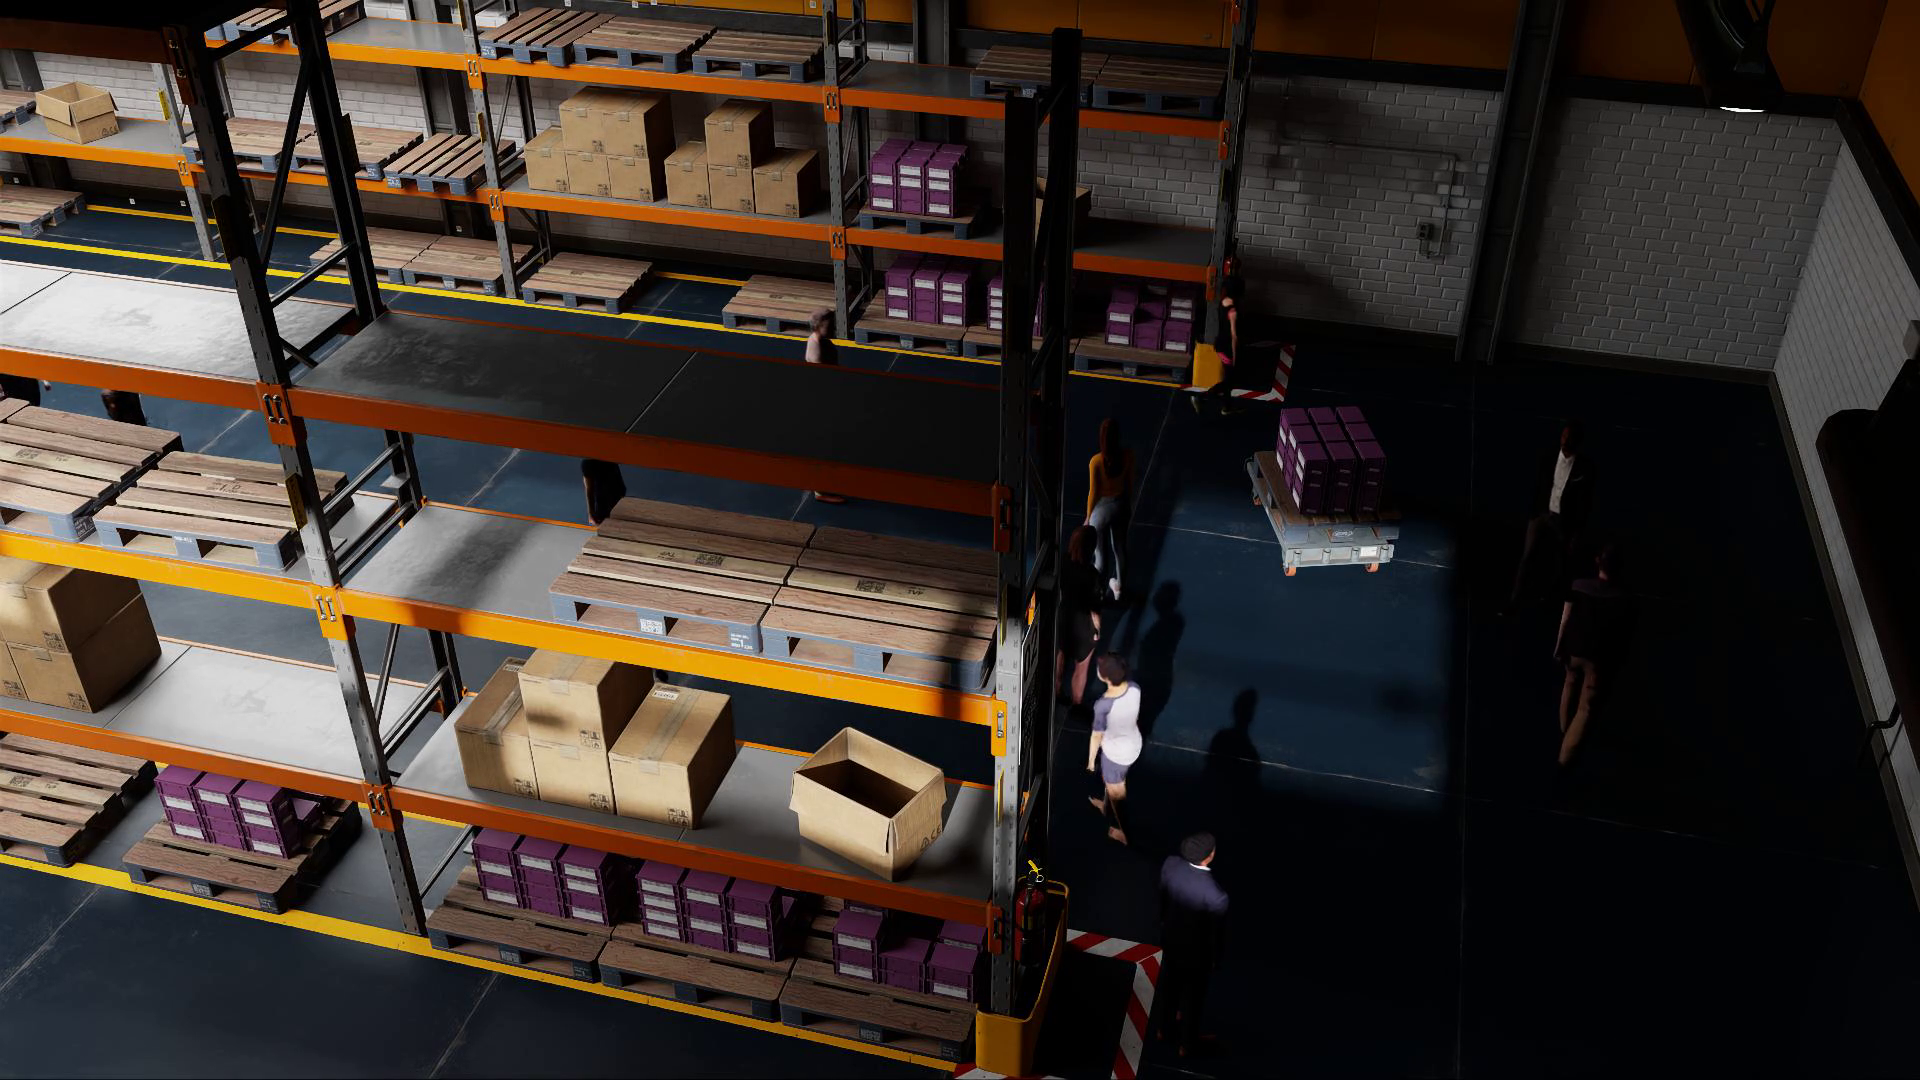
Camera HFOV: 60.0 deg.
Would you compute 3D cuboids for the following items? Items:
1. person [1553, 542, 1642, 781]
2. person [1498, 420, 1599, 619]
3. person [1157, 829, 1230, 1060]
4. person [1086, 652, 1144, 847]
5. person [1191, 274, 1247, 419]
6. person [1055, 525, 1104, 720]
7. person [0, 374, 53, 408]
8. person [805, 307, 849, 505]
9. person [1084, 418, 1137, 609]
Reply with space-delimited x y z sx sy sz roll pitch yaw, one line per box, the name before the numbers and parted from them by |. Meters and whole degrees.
person | 4.527 0.873 11.974 1.205 1.808 1.034 23 40 30
person | 4.929 -0.191 13.623 1.195 1.755 1.077 26 41 33
person | 1.345 2.369 9.798 0.769 1.726 0.667 -25 41 -33
person | 1.141 1.451 11.348 0.787 1.538 0.875 -24 40 -31
person | 2.590 -1.873 16.349 0.934 1.538 0.773 -7 34 -10
person | 0.876 0.618 12.453 0.717 1.702 0.618 -25 41 -33
person | -8.838 -1.466 15.578 0.725 1.714 0.661 23 40 30
person | -1.263 -1.248 15.109 0.706 1.869 0.740 -1 34 -1
person | 1.236 -0.227 13.683 0.643 1.749 0.724 -12 35 -18
